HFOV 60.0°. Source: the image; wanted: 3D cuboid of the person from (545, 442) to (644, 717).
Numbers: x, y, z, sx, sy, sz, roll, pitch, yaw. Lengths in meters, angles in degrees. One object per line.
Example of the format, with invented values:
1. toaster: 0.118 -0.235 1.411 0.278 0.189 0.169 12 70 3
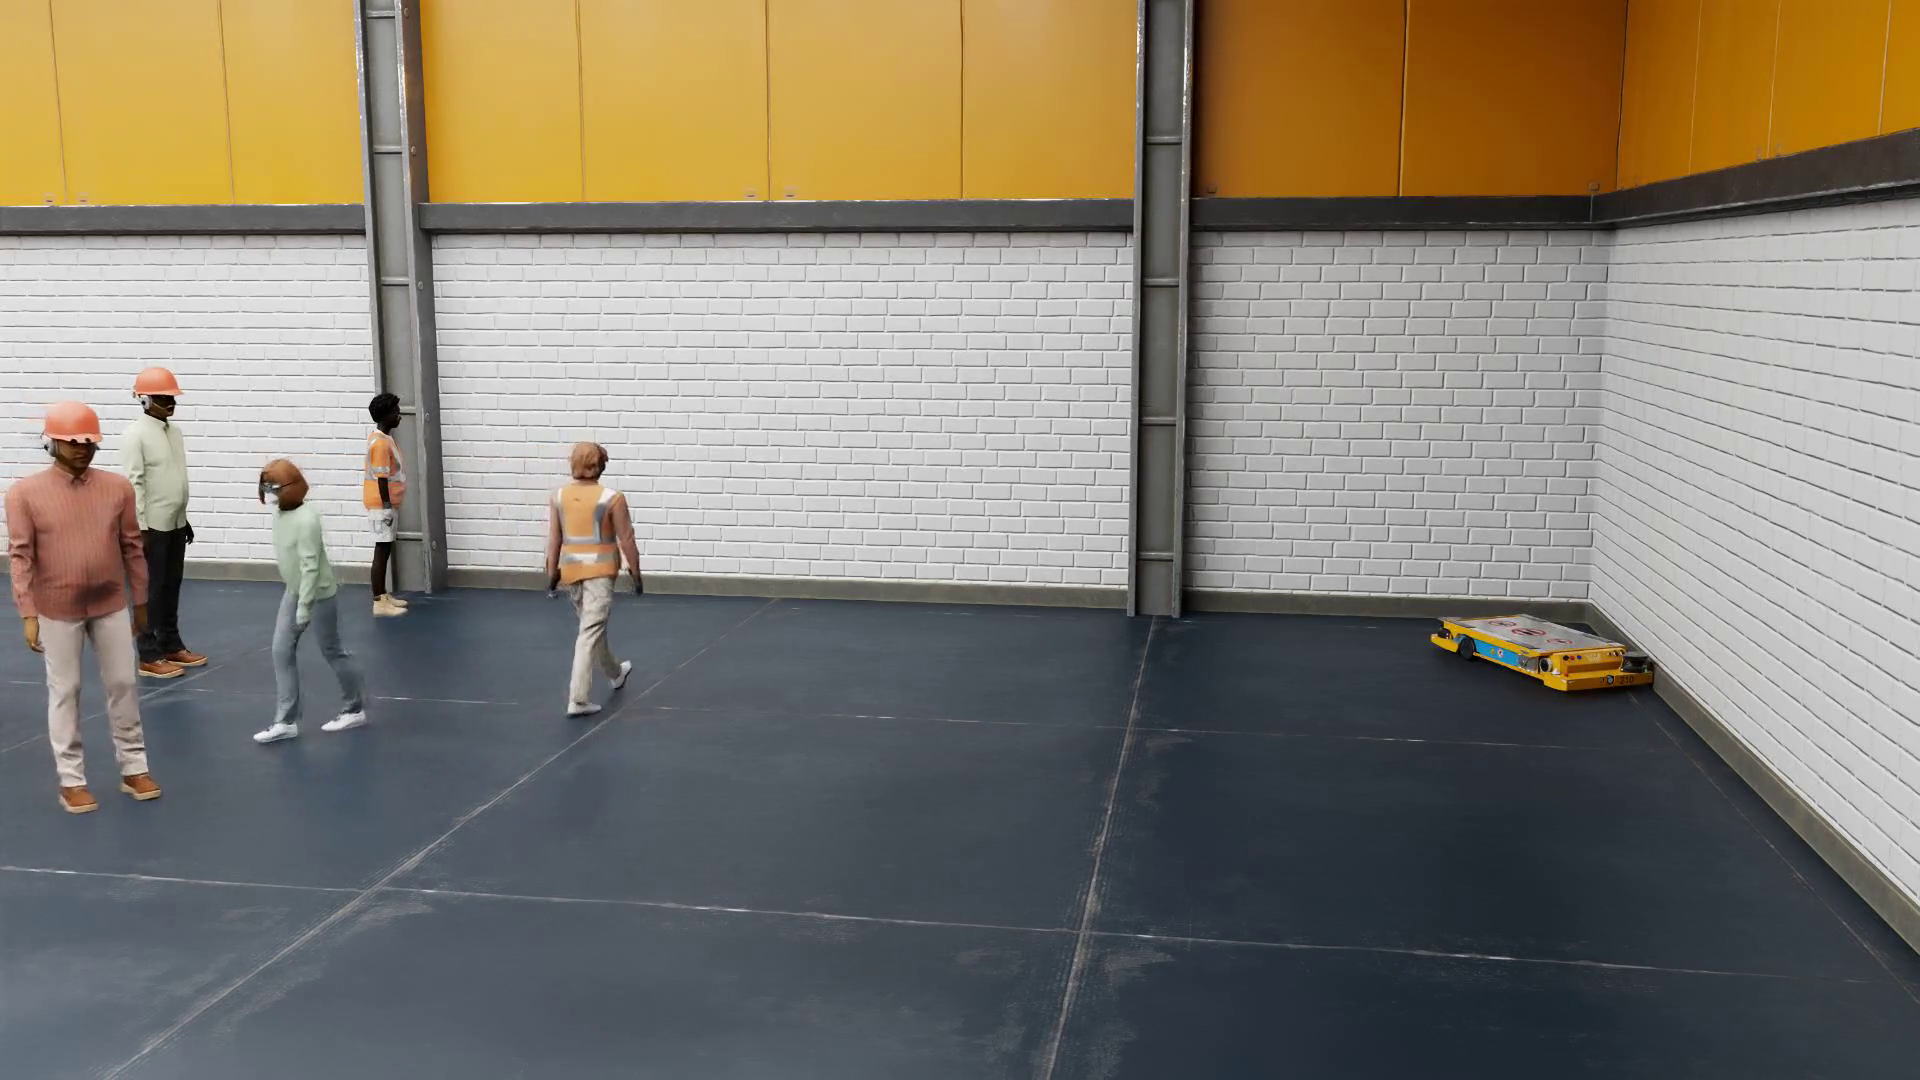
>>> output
1. person: -2.150 0.210 9.933 0.549 1.581 0.885 3 10 20

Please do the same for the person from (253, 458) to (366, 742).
1. person: -3.635 0.328 9.191 0.510 1.577 0.746 8 12 41

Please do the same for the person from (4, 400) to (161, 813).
1. person: -4.240 0.318 8.057 0.410 1.990 0.634 8 13 42

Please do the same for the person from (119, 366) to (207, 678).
1. person: -5.141 -0.122 10.738 0.396 1.993 0.617 0 9 3

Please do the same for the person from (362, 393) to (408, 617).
1. person: -4.350 -0.268 12.588 0.321 1.691 0.531 -3 10 -17

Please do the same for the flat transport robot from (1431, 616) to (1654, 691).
1. flat transport robot: 3.783 0.712 10.903 0.652 0.197 1.431 -3 10 -18
